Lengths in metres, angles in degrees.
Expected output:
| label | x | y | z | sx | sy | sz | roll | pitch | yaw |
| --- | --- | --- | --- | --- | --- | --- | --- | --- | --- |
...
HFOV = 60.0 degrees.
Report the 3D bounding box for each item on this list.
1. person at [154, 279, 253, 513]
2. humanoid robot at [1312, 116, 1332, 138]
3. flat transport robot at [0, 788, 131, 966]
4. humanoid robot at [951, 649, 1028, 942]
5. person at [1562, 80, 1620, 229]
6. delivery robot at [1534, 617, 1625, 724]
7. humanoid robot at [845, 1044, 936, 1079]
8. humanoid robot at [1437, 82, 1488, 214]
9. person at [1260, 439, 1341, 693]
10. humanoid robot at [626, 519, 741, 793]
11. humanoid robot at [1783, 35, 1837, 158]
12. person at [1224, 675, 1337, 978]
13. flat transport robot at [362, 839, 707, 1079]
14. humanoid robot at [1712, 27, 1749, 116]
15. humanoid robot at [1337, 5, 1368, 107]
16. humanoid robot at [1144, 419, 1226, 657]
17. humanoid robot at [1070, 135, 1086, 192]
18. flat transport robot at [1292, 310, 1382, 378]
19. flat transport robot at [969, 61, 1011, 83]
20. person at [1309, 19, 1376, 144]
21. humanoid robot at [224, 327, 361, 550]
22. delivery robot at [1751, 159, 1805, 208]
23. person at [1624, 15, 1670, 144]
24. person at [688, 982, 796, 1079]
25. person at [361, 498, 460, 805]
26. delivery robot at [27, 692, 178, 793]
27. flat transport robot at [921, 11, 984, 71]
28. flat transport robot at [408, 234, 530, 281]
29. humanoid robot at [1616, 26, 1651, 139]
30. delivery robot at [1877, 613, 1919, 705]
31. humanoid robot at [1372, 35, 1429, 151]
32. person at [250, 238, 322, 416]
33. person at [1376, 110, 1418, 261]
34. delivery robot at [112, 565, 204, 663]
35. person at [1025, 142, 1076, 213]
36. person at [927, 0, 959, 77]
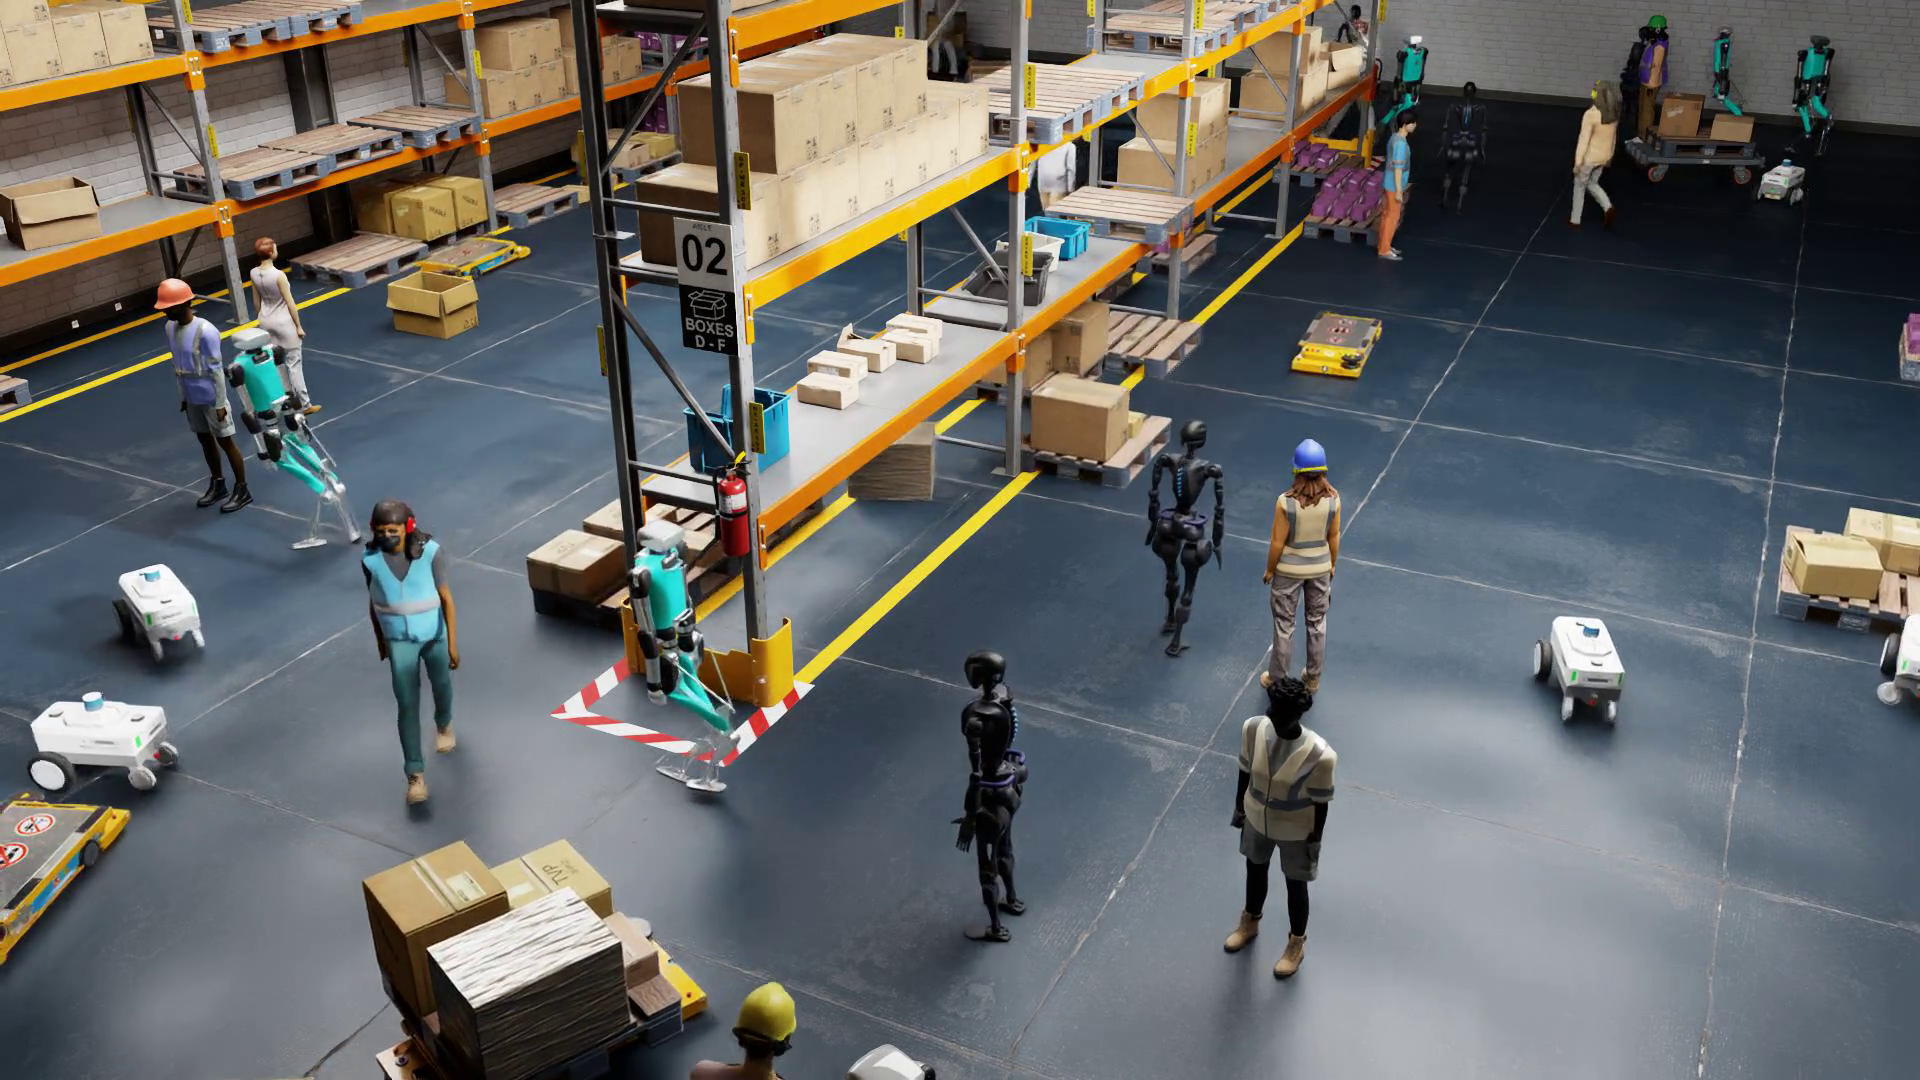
| label | x | y | z | sx | sy | sz | roll | pitch | yaw |
| --- | --- | --- | --- | --- | --- | --- | --- | --- | --- |
| person | -6.041 | -1.146 | 13.228 | 0.540 | 1.932 | 0.382 | 13 | 29 | 25 |
| humanoid robot | 5.288 | -6.686 | 24.663 | 0.792 | 1.794 | 0.530 | 11 | 28 | 20 |
| flat transport robot | -5.206 | 1.854 | 9.033 | 0.659 | 0.231 | 1.431 | 2 | 26 | 5 |
| humanoid robot | 0.165 | 1.300 | 8.564 | 0.307 | 1.652 | 0.610 | 9 | 28 | 18 |
| person | 7.868 | -4.724 | 20.535 | 0.584 | 1.852 | 0.616 | -12 | 29 | -23 |
| delivery robot | 4.067 | 0.802 | 10.819 | 0.499 | 0.580 | 0.757 | 4 | 27 | 7 |
| humanoid robot | -0.070 | 2.553 | 5.815 | 0.735 | 1.677 | 0.533 | 17 | 31 | 31 |
| humanoid robot | 6.482 | -5.073 | 21.448 | 0.609 | 1.639 | 0.533 | 5 | 27 | 10 |
| person | 2.189 | 0.189 | 10.693 | 0.467 | 1.779 | 0.307 | -4 | 27 | -7 |
| humanoid robot | -1.504 | 0.758 | 9.606 | 0.809 | 1.796 | 0.547 | 9 | 28 | 18 |
| humanoid robot | 12.322 | -6.284 | 23.869 | 0.540 | 1.764 | 1.029 | -4 | 27 | -8 |
| person | 1.599 | 1.412 | 8.324 | 0.535 | 1.693 | 0.320 | 21 | 33 | 36 |
| flat transport robot | -2.012 | 2.339 | 8.053 | 1.431 | 0.231 | 0.659 | -20 | 32 | -34 |
| humanoid robot | 11.421 | -6.680 | 24.619 | 0.782 | 1.758 | 0.564 | 5 | 27 | 10 |
| humanoid robot | 6.430 | -7.994 | 27.410 | 0.611 | 1.611 | 0.809 | -8 | 27 | -15 |
| humanoid robot | 1.512 | -0.041 | 11.280 | 0.594 | 1.637 | 0.498 | 16 | 31 | 29 |
| humanoid robot | 1.462 | -5.375 | 22.104 | 0.761 | 1.638 | 0.599 | -23 | 34 | -38 |
| flat transport robot | 3.823 | -1.986 | 16.790 | 0.659 | 0.231 | 1.431 | 10 | 28 | 19 |
| flat transport robot | 0.446 | -6.577 | 26.064 | 1.431 | 0.231 | 0.659 | 0 | 26 | -1 |
| person | 5.789 | -6.767 | 24.664 | 1.039 | 1.840 | 0.666 | -1 | 26 | -2 |
| humanoid robot | -4.936 | -0.718 | 12.568 | 0.870 | 1.766 | 0.601 | 10 | 28 | 19 |
| delivery robot | 10.870 | -4.727 | 21.997 | 0.505 | 0.587 | 0.759 | 22 | 34 | 37 |
| person | 10.208 | -6.770 | 24.596 | 0.427 | 1.924 | 0.530 | 3 | 26 | 5 |
| person | -0.748 | 2.402 | 6.263 | 0.543 | 1.738 | 0.539 | 9 | 28 | 18 |
| person | -3.208 | 0.608 | 9.810 | 0.498 | 1.814 | 0.969 | -6 | 27 | -12 |
| delivery robot | -5.185 | 1.194 | 10.037 | 0.784 | 0.589 | 0.499 | 2 | 26 | 5 |
| flat transport robot | -0.348 | -8.803 | 30.560 | 1.431 | 0.231 | 0.659 | -17 | 31 | -30 |
| flat transport robot | -5.703 | -3.255 | 19.353 | 0.659 | 0.231 | 1.431 | 10 | 28 | 20 |
| humanoid robot | 10.189 | -6.937 | 25.197 | 0.349 | 1.650 | 0.612 | -2 | 26 | -4 |
| delivery robot | 6.339 | 0.783 | 10.897 | 0.508 | 0.614 | 0.785 | 14 | 30 | 26 |
| humanoid robot | 6.318 | -6.429 | 24.213 | 0.547 | 1.875 | 0.823 | -14 | 30 | -27 |
| person | -6.172 | -1.934 | 15.112 | 0.449 | 1.662 | 0.283 | 8 | 28 | 16 |
| person | 5.118 | -4.160 | 19.505 | 0.321 | 1.755 | 0.506 | 4 | 27 | 8 |
| delivery robot | -5.547 | 0.451 | 11.521 | 0.499 | 0.572 | 0.747 | -20 | 32 | -34 |
| person | 1.022 | -4.118 | 19.465 | 0.576 | 1.716 | 0.816 | 15 | 30 | 28 |
| person | -0.310 | -9.148 | 29.538 | 0.744 | 1.795 | 0.534 | 15 | 30 | 28 |
